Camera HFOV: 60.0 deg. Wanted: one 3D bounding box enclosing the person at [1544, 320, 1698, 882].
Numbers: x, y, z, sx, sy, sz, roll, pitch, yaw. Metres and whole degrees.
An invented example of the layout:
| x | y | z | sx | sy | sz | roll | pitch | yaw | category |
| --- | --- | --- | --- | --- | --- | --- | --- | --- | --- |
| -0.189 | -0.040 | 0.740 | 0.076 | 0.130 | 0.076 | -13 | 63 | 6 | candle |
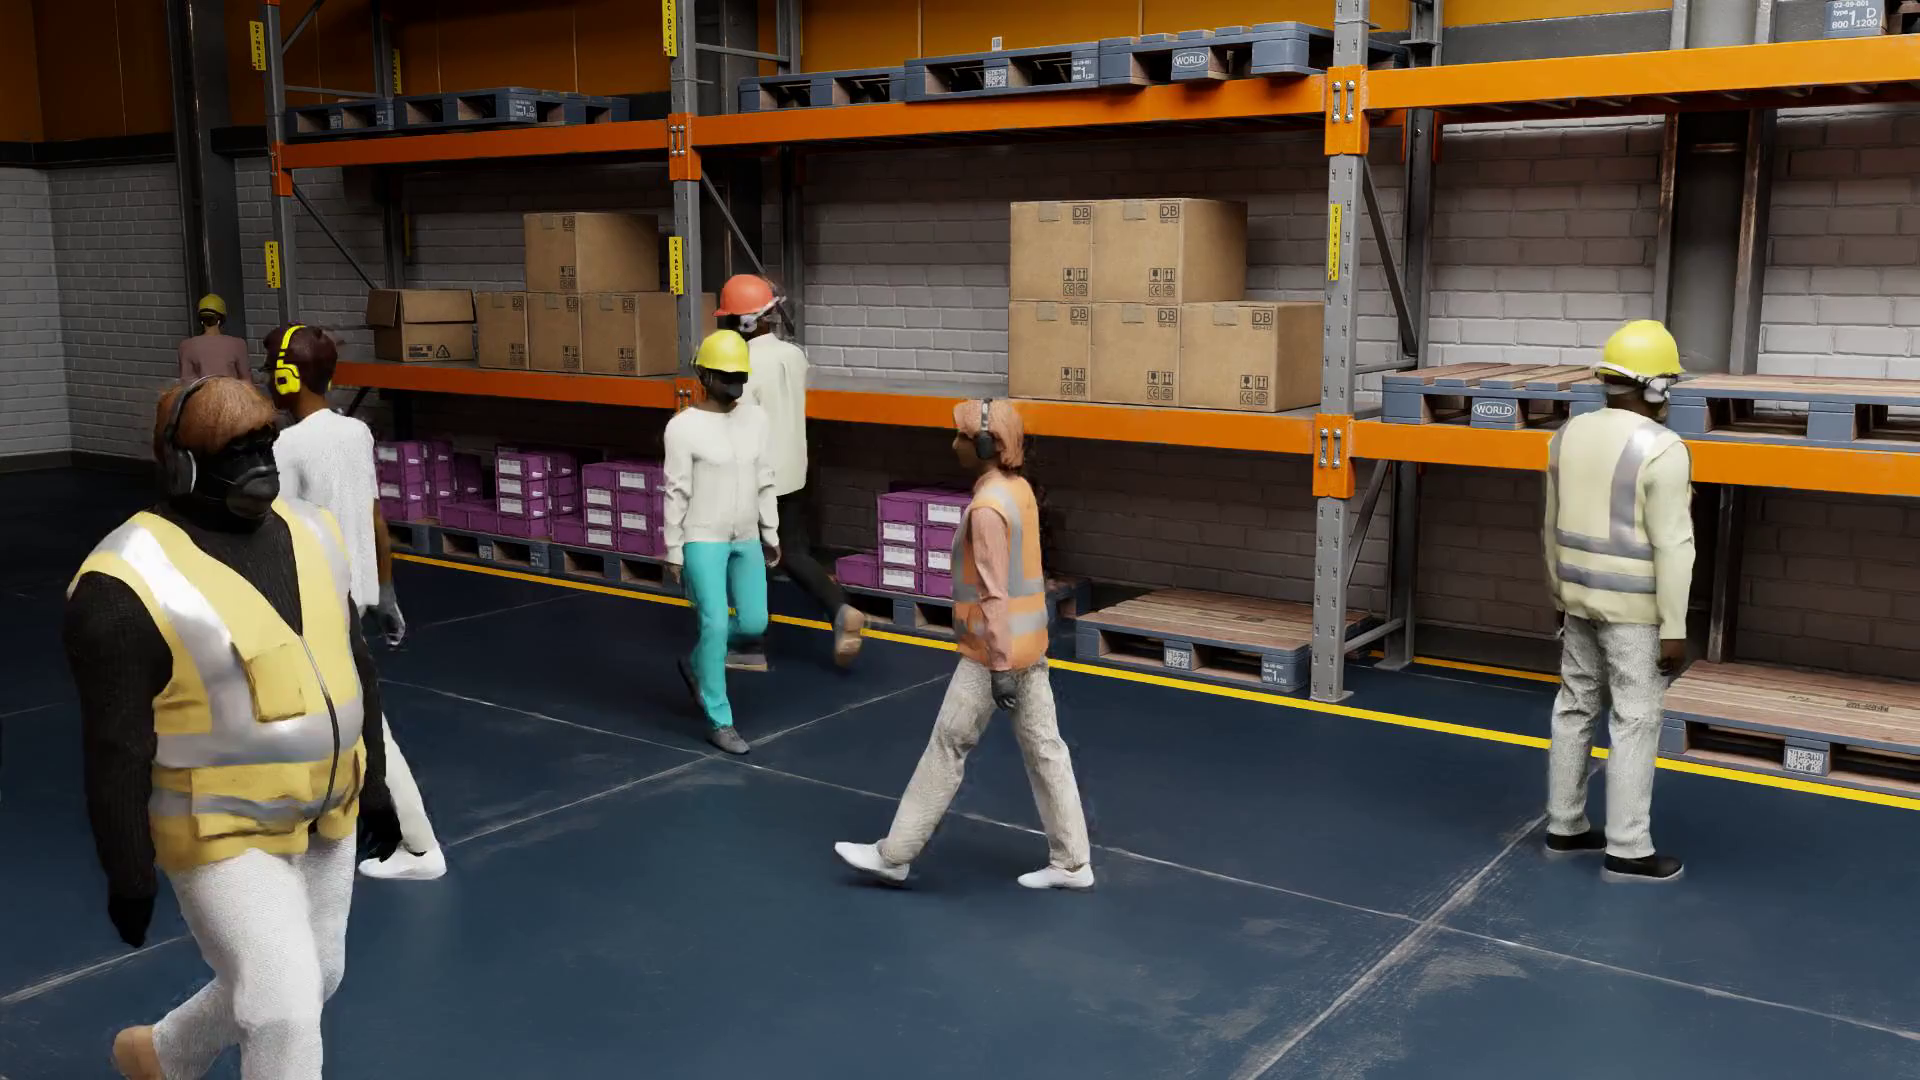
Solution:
| x | y | z | sx | sy | sz | roll | pitch | yaw | category |
| --- | --- | --- | --- | --- | --- | --- | --- | --- | --- |
| 2.175 | 0.204 | 5.468 | 0.414 | 1.831 | 0.625 | -3 | 10 | -20 | person |

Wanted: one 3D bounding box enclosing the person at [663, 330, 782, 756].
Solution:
| x | y | z | sx | sy | sz | roll | pitch | yaw | category |
| --- | --- | --- | --- | --- | --- | --- | --- | --- | --- |
| -1.033 | -0.010 | 6.958 | 0.557 | 1.743 | 0.536 | 9 | 13 | 44 | person |

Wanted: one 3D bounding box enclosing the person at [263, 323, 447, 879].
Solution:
| x | y | z | sx | sy | sz | roll | pitch | yaw | category |
| --- | --- | --- | --- | --- | --- | --- | --- | --- | --- |
| -2.131 | 0.215 | 5.409 | 0.961 | 1.816 | 0.551 | 2 | 10 | 10 | person |

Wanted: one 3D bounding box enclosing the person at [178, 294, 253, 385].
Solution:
| x | y | z | sx | sy | sz | roll | pitch | yaw | category |
| --- | --- | --- | --- | --- | --- | --- | --- | --- | --- |
| -5.757 | -1.018 | 12.923 | 0.525 | 1.769 | 0.312 | -3 | 10 | -16 | person |

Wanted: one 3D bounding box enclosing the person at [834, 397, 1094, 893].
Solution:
| x | y | z | sx | sy | sz | roll | pitch | yaw | category |
| --- | --- | --- | --- | --- | --- | --- | --- | --- | --- |
| 0.042 | 0.350 | 5.282 | 0.856 | 1.597 | 0.524 | 3 | 10 | 16 | person |

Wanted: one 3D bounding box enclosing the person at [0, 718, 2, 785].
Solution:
| x | y | z | sx | sy | sz | roll | pitch | yaw | category |
| --- | --- | --- | --- | --- | --- | --- | --- | --- | --- |
| -3.758 | 0.067 | 5.994 | 0.392 | 1.922 | 0.591 | 5 | 11 | 29 | person |

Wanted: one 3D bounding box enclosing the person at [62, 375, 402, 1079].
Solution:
| x | y | z | sx | sy | sz | roll | pitch | yaw | category |
| --- | --- | --- | --- | --- | --- | --- | --- | --- | --- |
| -1.492 | 0.561 | 3.390 | 0.801 | 1.811 | 0.622 | 4 | 10 | 20 | person |

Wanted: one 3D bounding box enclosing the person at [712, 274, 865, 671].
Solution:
| x | y | z | sx | sy | sz | roll | pitch | yaw | category |
| --- | --- | --- | --- | --- | --- | --- | --- | --- | --- |
| -0.870 | -0.295 | 8.029 | 0.767 | 1.965 | 0.626 | 6 | 11 | 33 | person |
